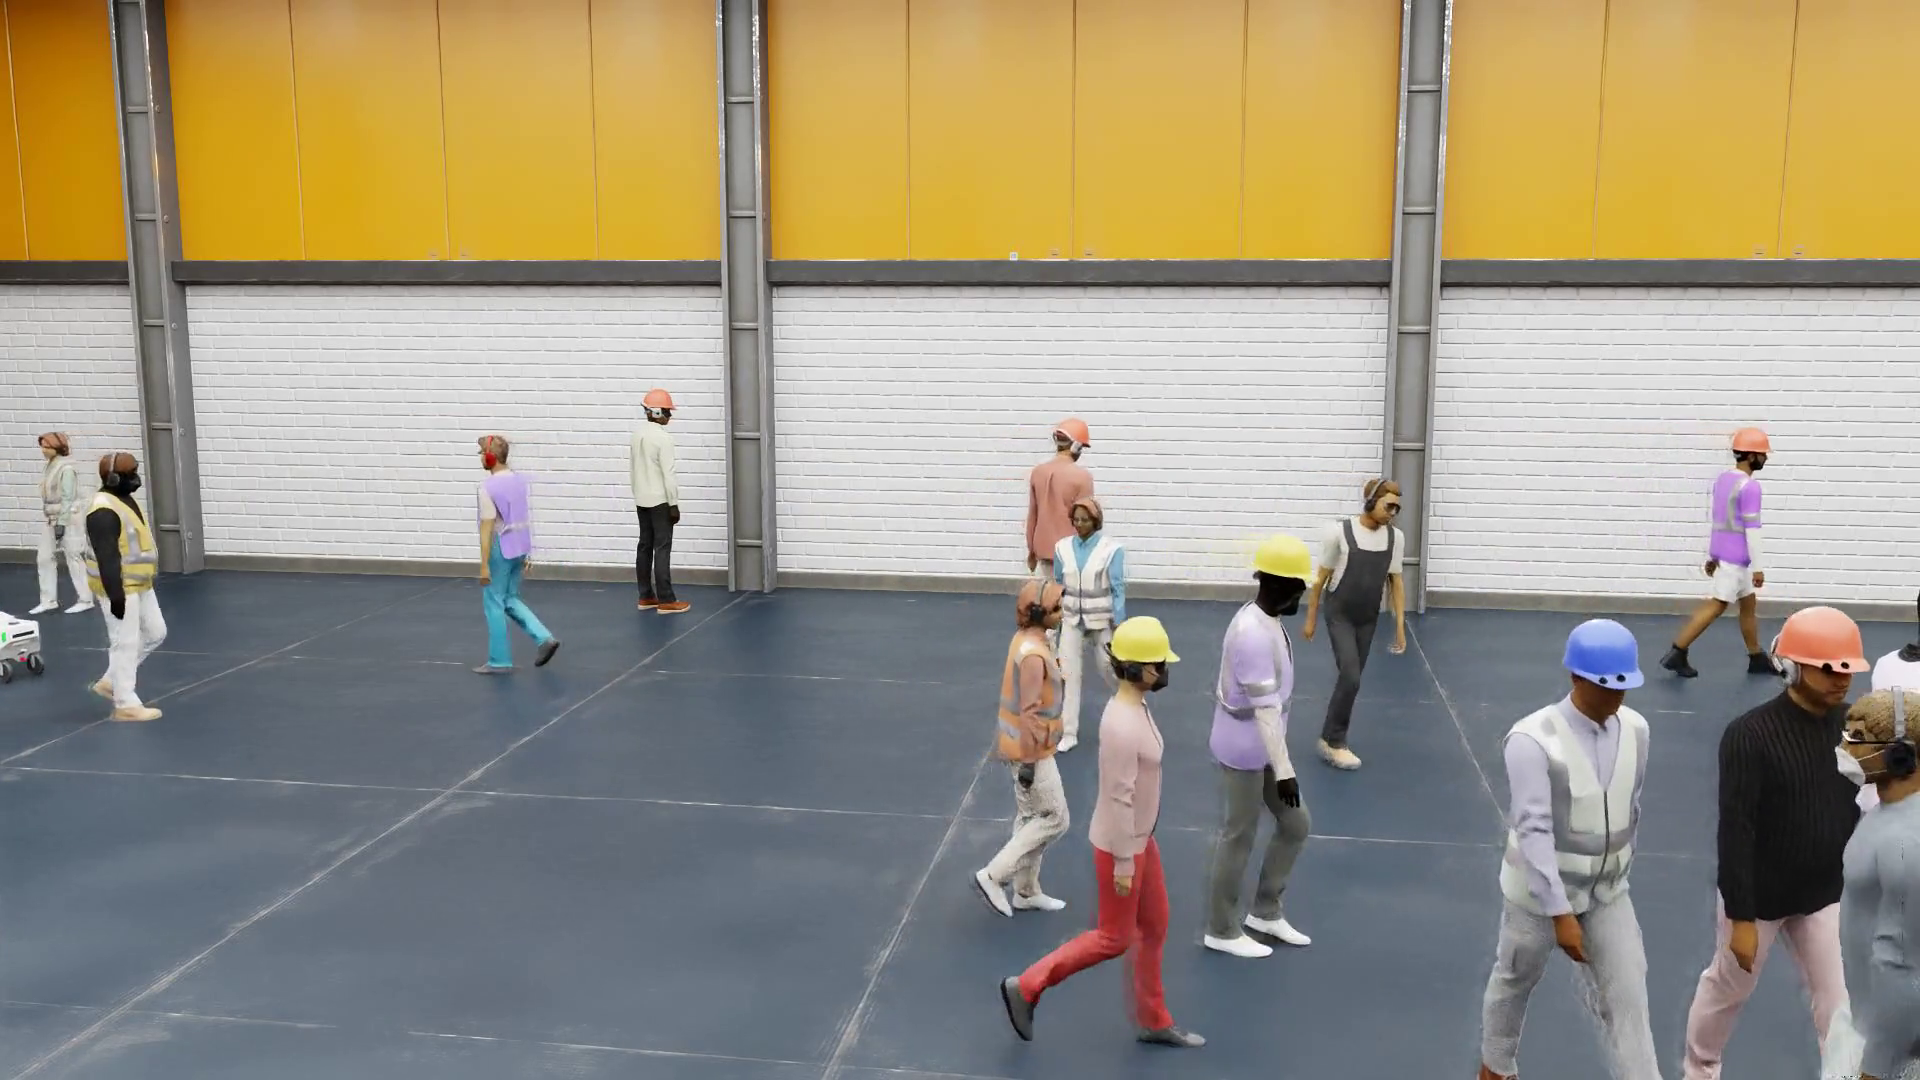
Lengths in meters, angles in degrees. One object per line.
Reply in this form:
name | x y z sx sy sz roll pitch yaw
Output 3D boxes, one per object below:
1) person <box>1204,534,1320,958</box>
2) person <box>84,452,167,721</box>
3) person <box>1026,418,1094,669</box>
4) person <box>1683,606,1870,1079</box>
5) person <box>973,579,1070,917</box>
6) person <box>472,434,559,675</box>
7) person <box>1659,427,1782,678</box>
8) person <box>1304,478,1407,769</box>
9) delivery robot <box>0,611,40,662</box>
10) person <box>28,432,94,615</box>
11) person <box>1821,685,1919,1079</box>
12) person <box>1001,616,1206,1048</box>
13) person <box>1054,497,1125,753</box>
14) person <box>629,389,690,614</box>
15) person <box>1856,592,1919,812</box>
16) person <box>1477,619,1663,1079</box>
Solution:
person | 1.358 0.918 7.264 0.611 1.898 0.586 3 10 20
person | -5.606 0.318 11.170 0.436 1.831 0.653 -2 9 -11
person | 0.696 0.075 12.336 0.670 1.946 0.636 -8 12 -40
person | 2.785 1.185 5.480 0.654 1.940 1.008 -3 10 -16
person | 0.327 0.977 7.750 0.398 1.625 0.520 -1 9 -5
person | -3.375 0.124 12.405 0.559 1.829 0.563 2 10 15
person | 5.712 0.102 12.348 0.991 1.895 0.562 0 9 3
person | 2.405 0.500 10.151 0.531 1.795 0.583 -3 10 -20
delivery robot | -7.247 0.705 12.428 0.707 0.478 0.477 4 10 21
person | -7.948 -0.135 14.595 0.537 1.615 0.588 7 12 38
person | 2.617 1.346 4.568 0.559 1.918 0.642 5 10 27
person | 0.562 1.142 6.394 0.721 1.747 0.531 2 9 11
person | 0.852 0.509 10.696 0.520 1.610 0.815 5 10 27
person | -2.687 -0.345 14.786 0.391 1.989 0.610 -9 13 -43
person | 3.564 1.081 6.223 0.391 1.914 0.587 1 9 7
person | 2.118 1.190 5.618 0.598 1.881 1.035 -3 10 -18
